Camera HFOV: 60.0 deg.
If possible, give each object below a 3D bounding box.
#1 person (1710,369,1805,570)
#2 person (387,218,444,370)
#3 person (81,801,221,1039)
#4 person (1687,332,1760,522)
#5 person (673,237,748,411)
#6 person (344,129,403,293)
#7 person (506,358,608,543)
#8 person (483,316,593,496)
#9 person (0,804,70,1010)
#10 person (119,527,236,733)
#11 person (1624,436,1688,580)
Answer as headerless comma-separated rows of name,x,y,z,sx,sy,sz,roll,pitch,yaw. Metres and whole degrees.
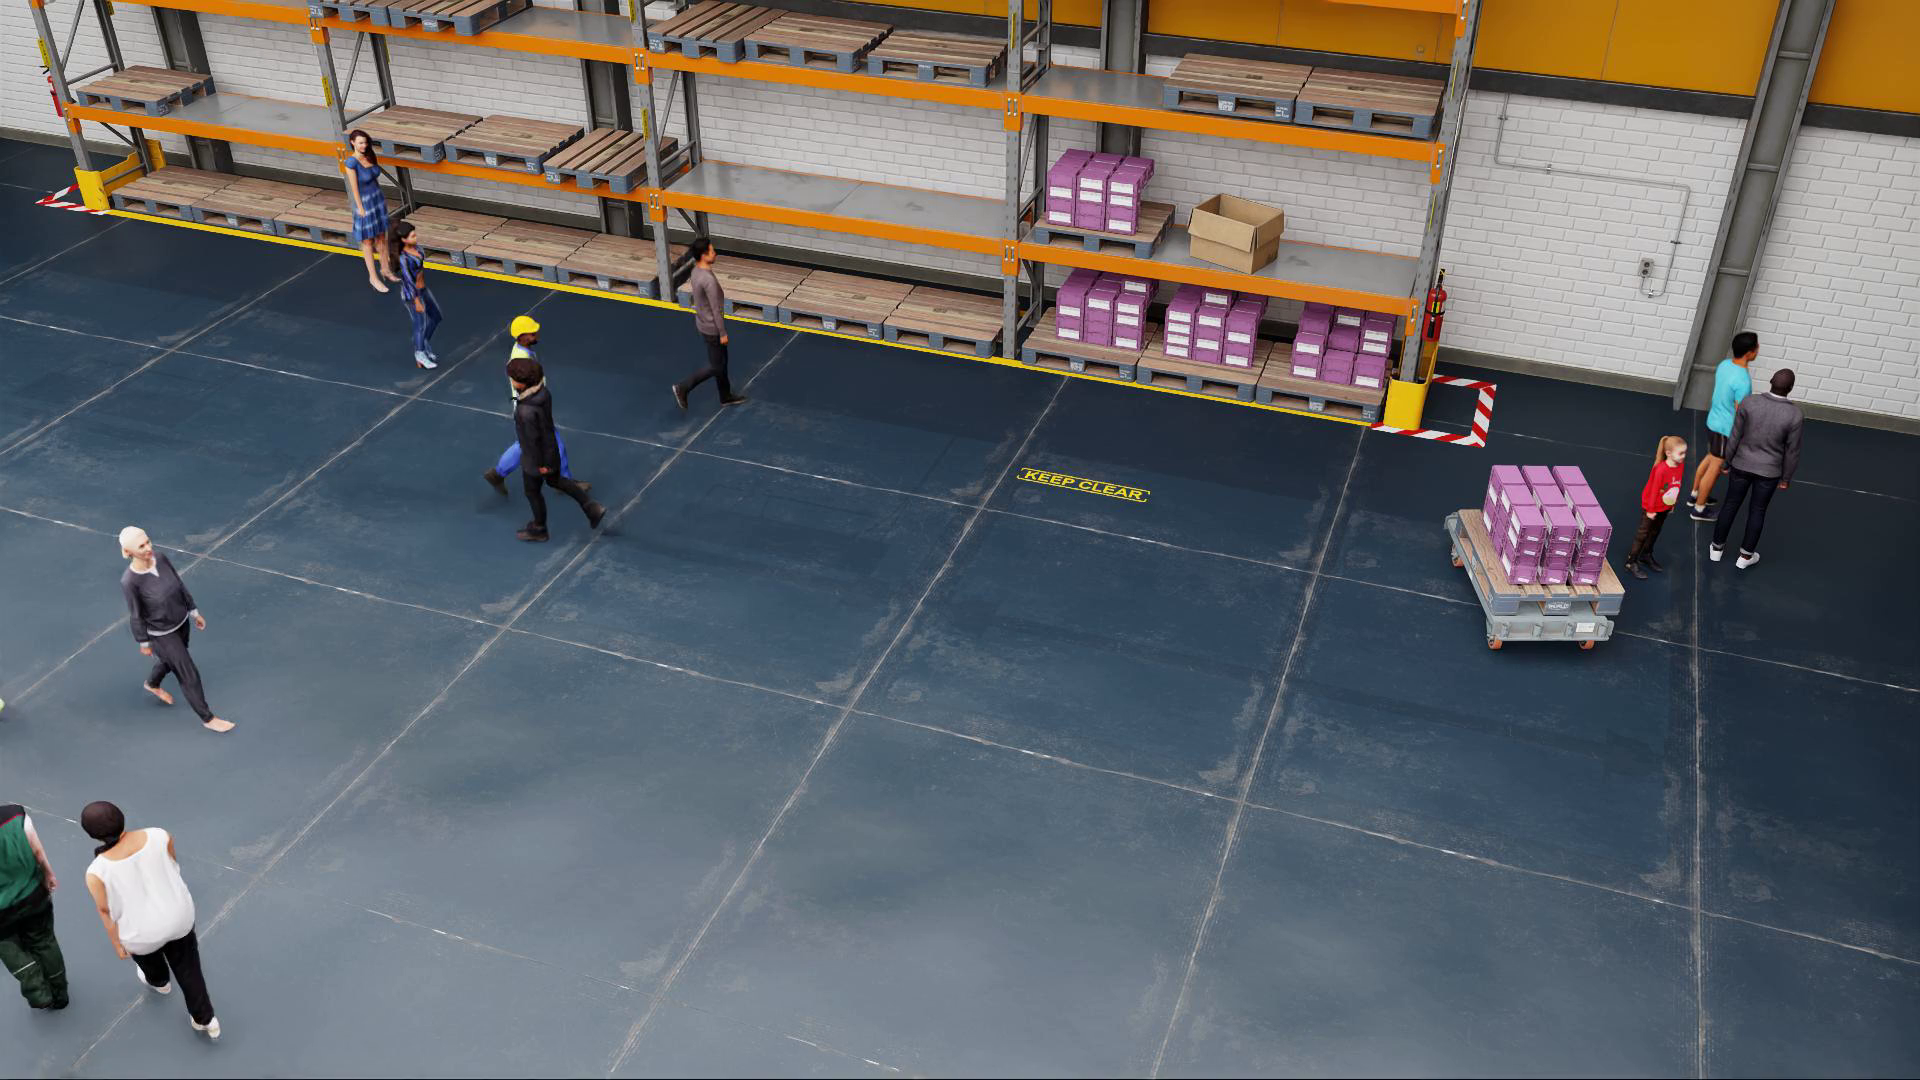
person,6.553,-0.591,13.684,0.660,1.818,0.843,24,40,31
person,-5.522,-2.452,16.672,0.722,1.611,0.719,0,34,0
person,-4.632,2.224,9.606,1.171,1.644,0.940,27,42,34
person,6.531,-0.961,14.285,0.680,1.771,0.690,2,34,2
person,-2.459,-2.025,15.899,1.079,1.754,0.983,-4,34,-6
person,-6.467,-3.628,18.263,0.578,1.808,0.671,9,35,14
person,-3.446,-0.744,13.966,1.084,1.761,0.755,3,34,4
person,-3.813,-1.121,14.514,1.236,1.782,1.085,-10,35,-15
person,-5.500,2.093,9.634,0.800,1.832,0.846,-22,40,-30
person,-5.790,0.601,11.996,1.091,1.701,0.686,7,34,11
person,5.752,-0.289,13.715,0.569,1.282,0.622,-18,38,-25
